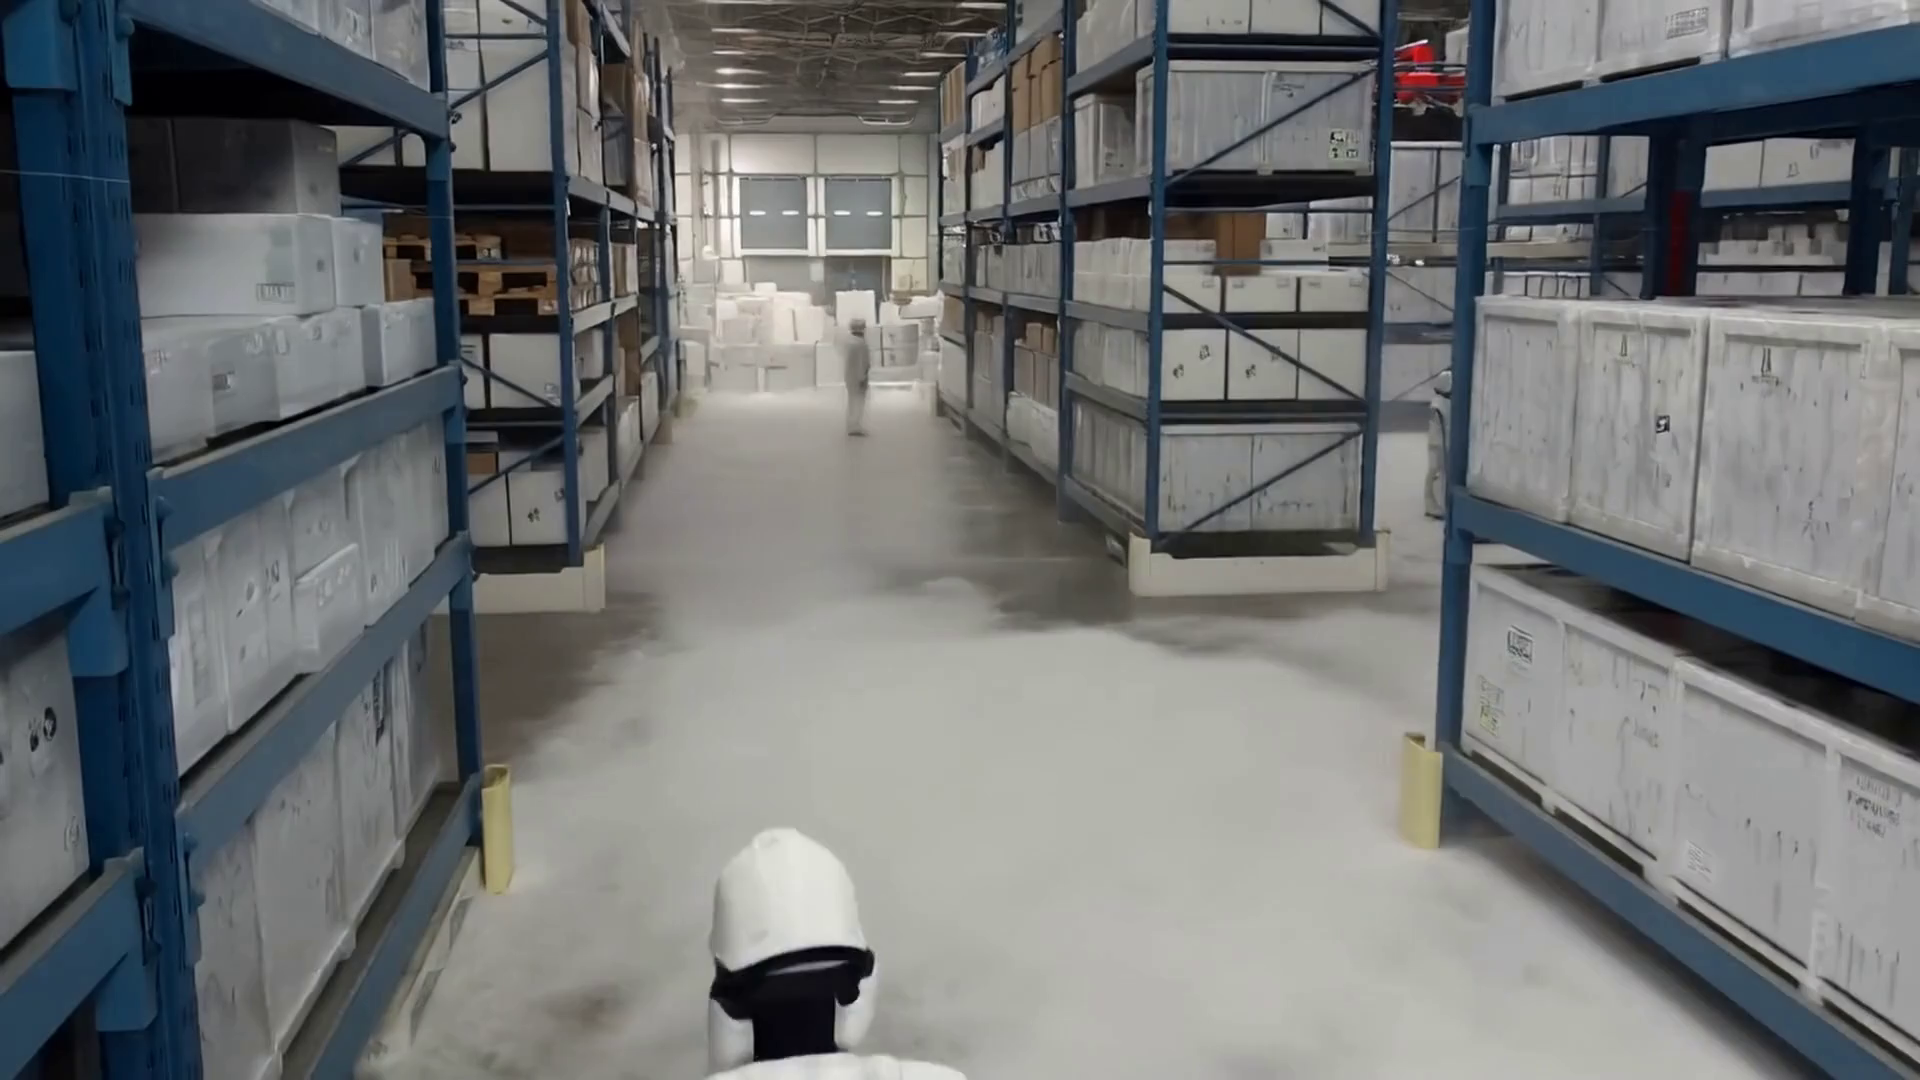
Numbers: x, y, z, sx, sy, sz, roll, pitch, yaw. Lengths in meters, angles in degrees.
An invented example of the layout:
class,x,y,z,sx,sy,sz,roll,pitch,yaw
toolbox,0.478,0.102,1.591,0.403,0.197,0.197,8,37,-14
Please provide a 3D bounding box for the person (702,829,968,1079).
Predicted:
class,x,y,z,sx,sy,sz,roll,pitch,yaw
person,-0.280,1.453,2.731,0.634,1.982,1.080,-3,10,-15

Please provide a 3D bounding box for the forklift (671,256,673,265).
class,x,y,z,sx,sy,sz,roll,pitch,yaw
forklift,-10.987,-9.066,61.344,1.129,2.768,1.873,-1,10,-7

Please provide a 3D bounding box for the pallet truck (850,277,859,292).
class,x,y,z,sx,sy,sz,roll,pitch,yaw
pallet truck,-3.782,-9.391,65.808,1.885,1.965,0.823,2,10,10

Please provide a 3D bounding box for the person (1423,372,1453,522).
class,x,y,z,sx,sy,sz,roll,pitch,yaw
person,5.234,-1.014,18.095,0.280,1.633,0.502,-1,10,-7

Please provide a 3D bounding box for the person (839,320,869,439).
class,x,y,z,sx,sy,sz,roll,pitch,yaw
person,-1.650,-2.533,26.291,0.448,1.863,0.761,-6,11,-29

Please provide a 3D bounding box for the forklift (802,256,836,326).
class,x,y,z,sx,sy,sz,roll,pitch,yaw
forklift,-5.050,-8.557,58.384,1.129,2.768,1.873,-6,12,-33
